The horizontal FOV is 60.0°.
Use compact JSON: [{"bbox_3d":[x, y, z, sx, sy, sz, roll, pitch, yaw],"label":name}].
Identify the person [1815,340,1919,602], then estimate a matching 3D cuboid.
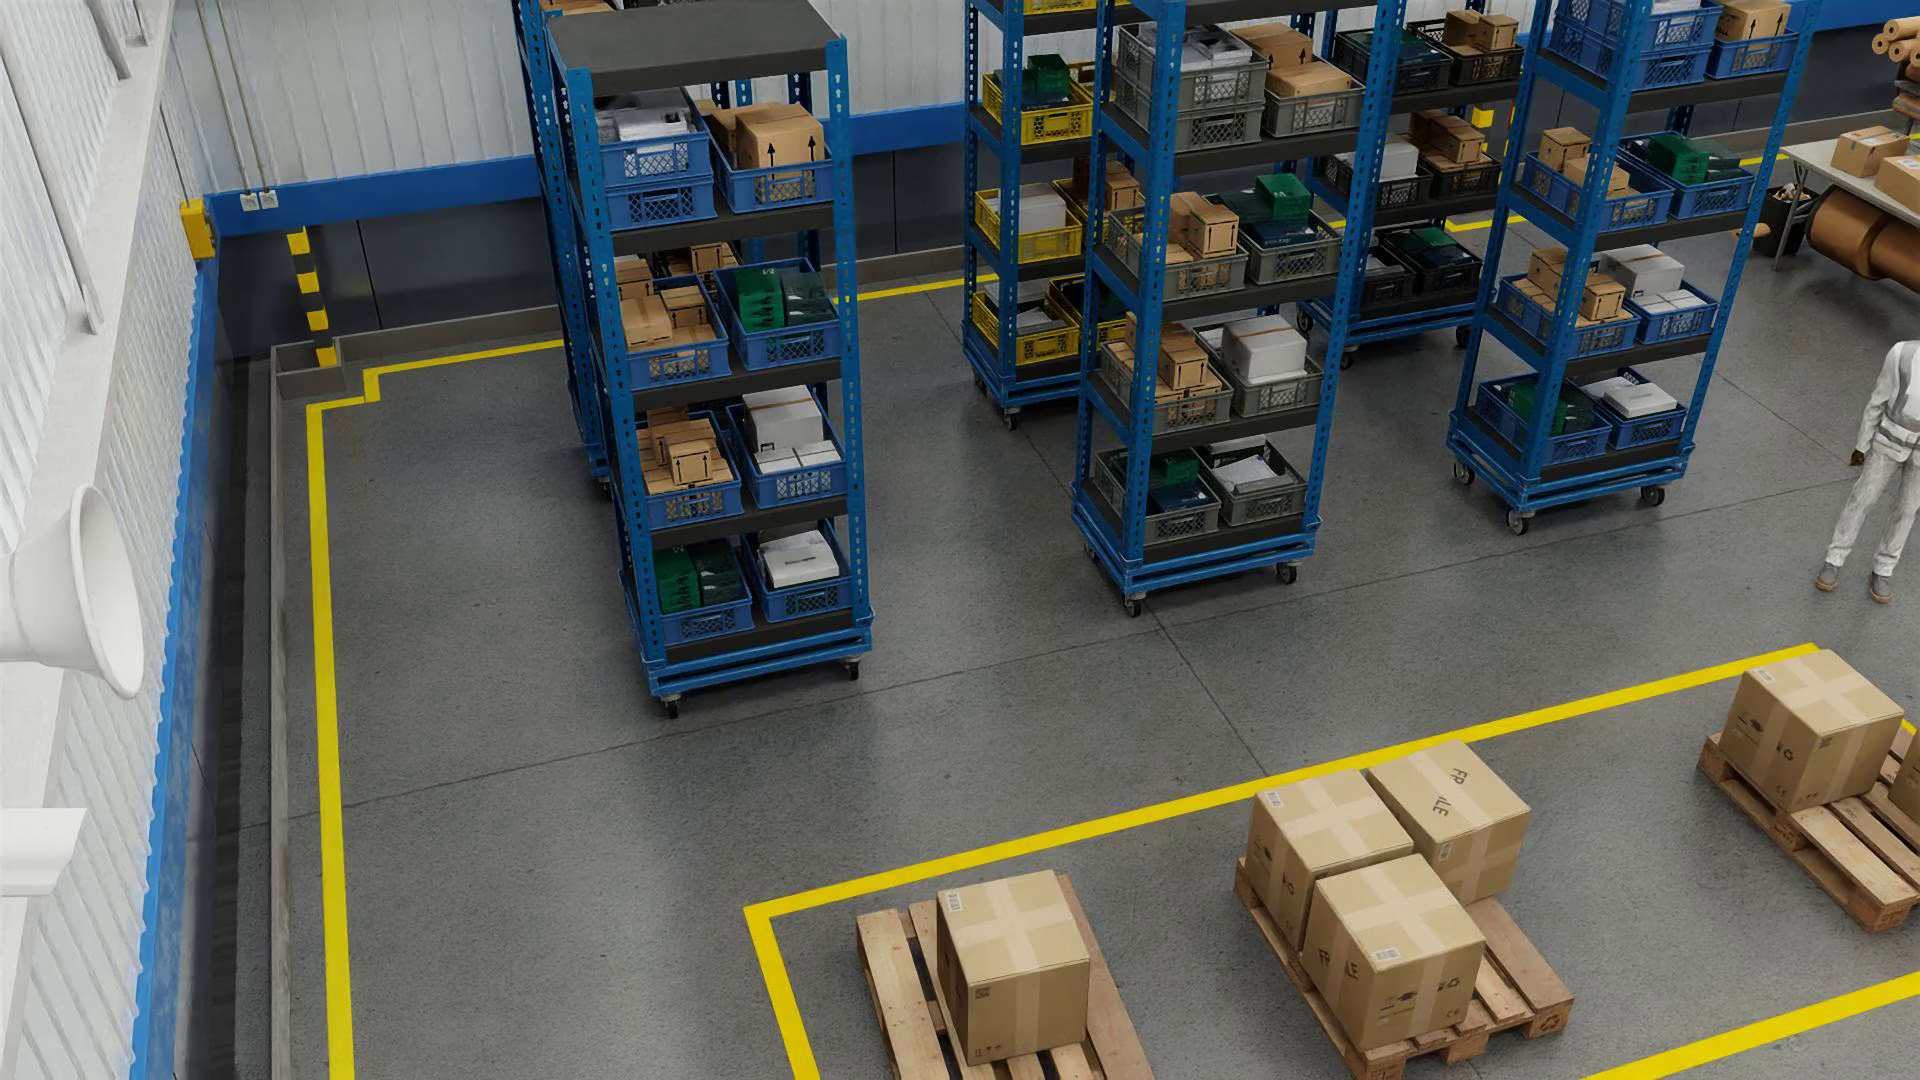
[{"bbox_3d":[5.343,-0.496,9.358,0.573,1.884,0.361,16,38,21],"label":"person"}]
